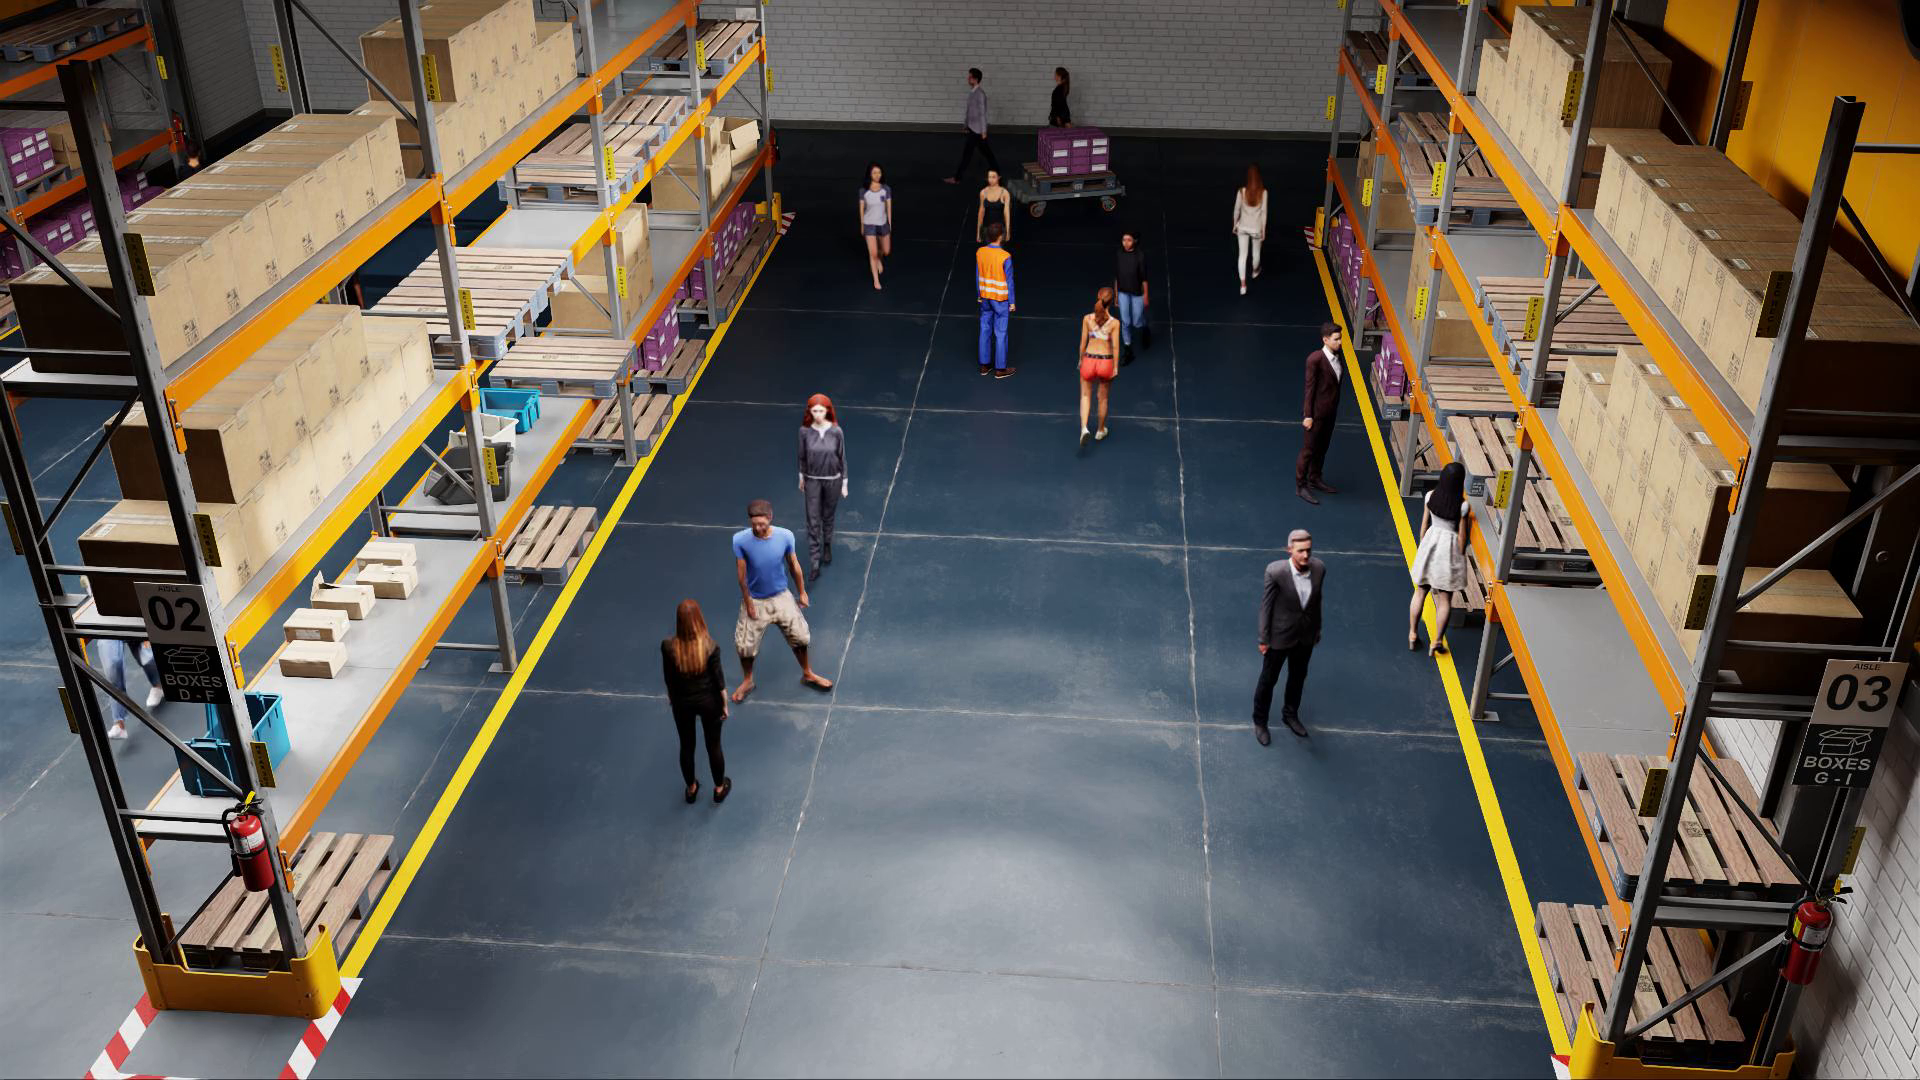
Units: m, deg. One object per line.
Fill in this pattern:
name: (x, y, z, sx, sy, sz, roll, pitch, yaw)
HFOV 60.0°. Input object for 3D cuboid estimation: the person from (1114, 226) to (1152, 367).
person: (2.078, -2.944, 19.863, 0.785, 1.688, 0.914, 13, 31, 22)

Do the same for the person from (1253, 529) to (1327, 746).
person: (2.579, 0.724, 12.979, 0.802, 1.840, 0.755, -9, 30, -17)

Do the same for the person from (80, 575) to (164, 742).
person: (-6.601, 0.686, 13.226, 0.750, 1.671, 1.172, -2, 29, -3)

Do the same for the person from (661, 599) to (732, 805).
person: (-1.959, 1.207, 12.230, 0.610, 1.711, 0.545, 1, 29, 2)

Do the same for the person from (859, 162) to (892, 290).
person: (-1.143, -4.230, 22.216, 0.742, 1.693, 0.902, -7, 29, -12)

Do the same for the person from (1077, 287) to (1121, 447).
person: (1.443, -1.819, 17.708, 0.696, 1.777, 0.963, 7, 29, 13)

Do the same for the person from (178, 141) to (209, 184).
person: (-10.214, -4.435, 22.447, 0.842, 1.831, 1.047, -8, 30, -13)

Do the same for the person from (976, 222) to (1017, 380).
person: (0.413, -2.812, 19.436, 0.784, 1.865, 0.794, 20, 34, 32)

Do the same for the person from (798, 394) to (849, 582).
person: (-1.267, -0.566, 15.436, 0.686, 1.752, 0.995, -1, 29, -1)

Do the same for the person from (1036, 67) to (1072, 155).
person: (1.743, -7.019, 27.512, 0.973, 1.518, 1.078, 19, 34, 31)

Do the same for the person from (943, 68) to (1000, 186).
person: (0.354, -6.489, 26.251, 1.015, 1.795, 1.239, -6, 29, -11)

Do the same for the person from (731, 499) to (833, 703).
person: (-1.511, 0.446, 13.497, 1.063, 1.834, 0.811, -14, 31, -23)

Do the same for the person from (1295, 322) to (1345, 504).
person: (3.621, -1.311, 16.685, 0.759, 1.864, 0.834, -25, 37, -38)

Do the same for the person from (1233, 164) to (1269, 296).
person: (3.814, -4.048, 21.906, 0.731, 1.669, 1.120, 8, 30, 14)

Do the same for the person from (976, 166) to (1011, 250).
person: (0.492, -4.101, 21.957, 0.663, 1.715, 0.736, 11, 30, 19)

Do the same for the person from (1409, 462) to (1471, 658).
person: (4.070, 0.155, 14.098, 0.781, 1.769, 0.812, 21, 35, 33)
